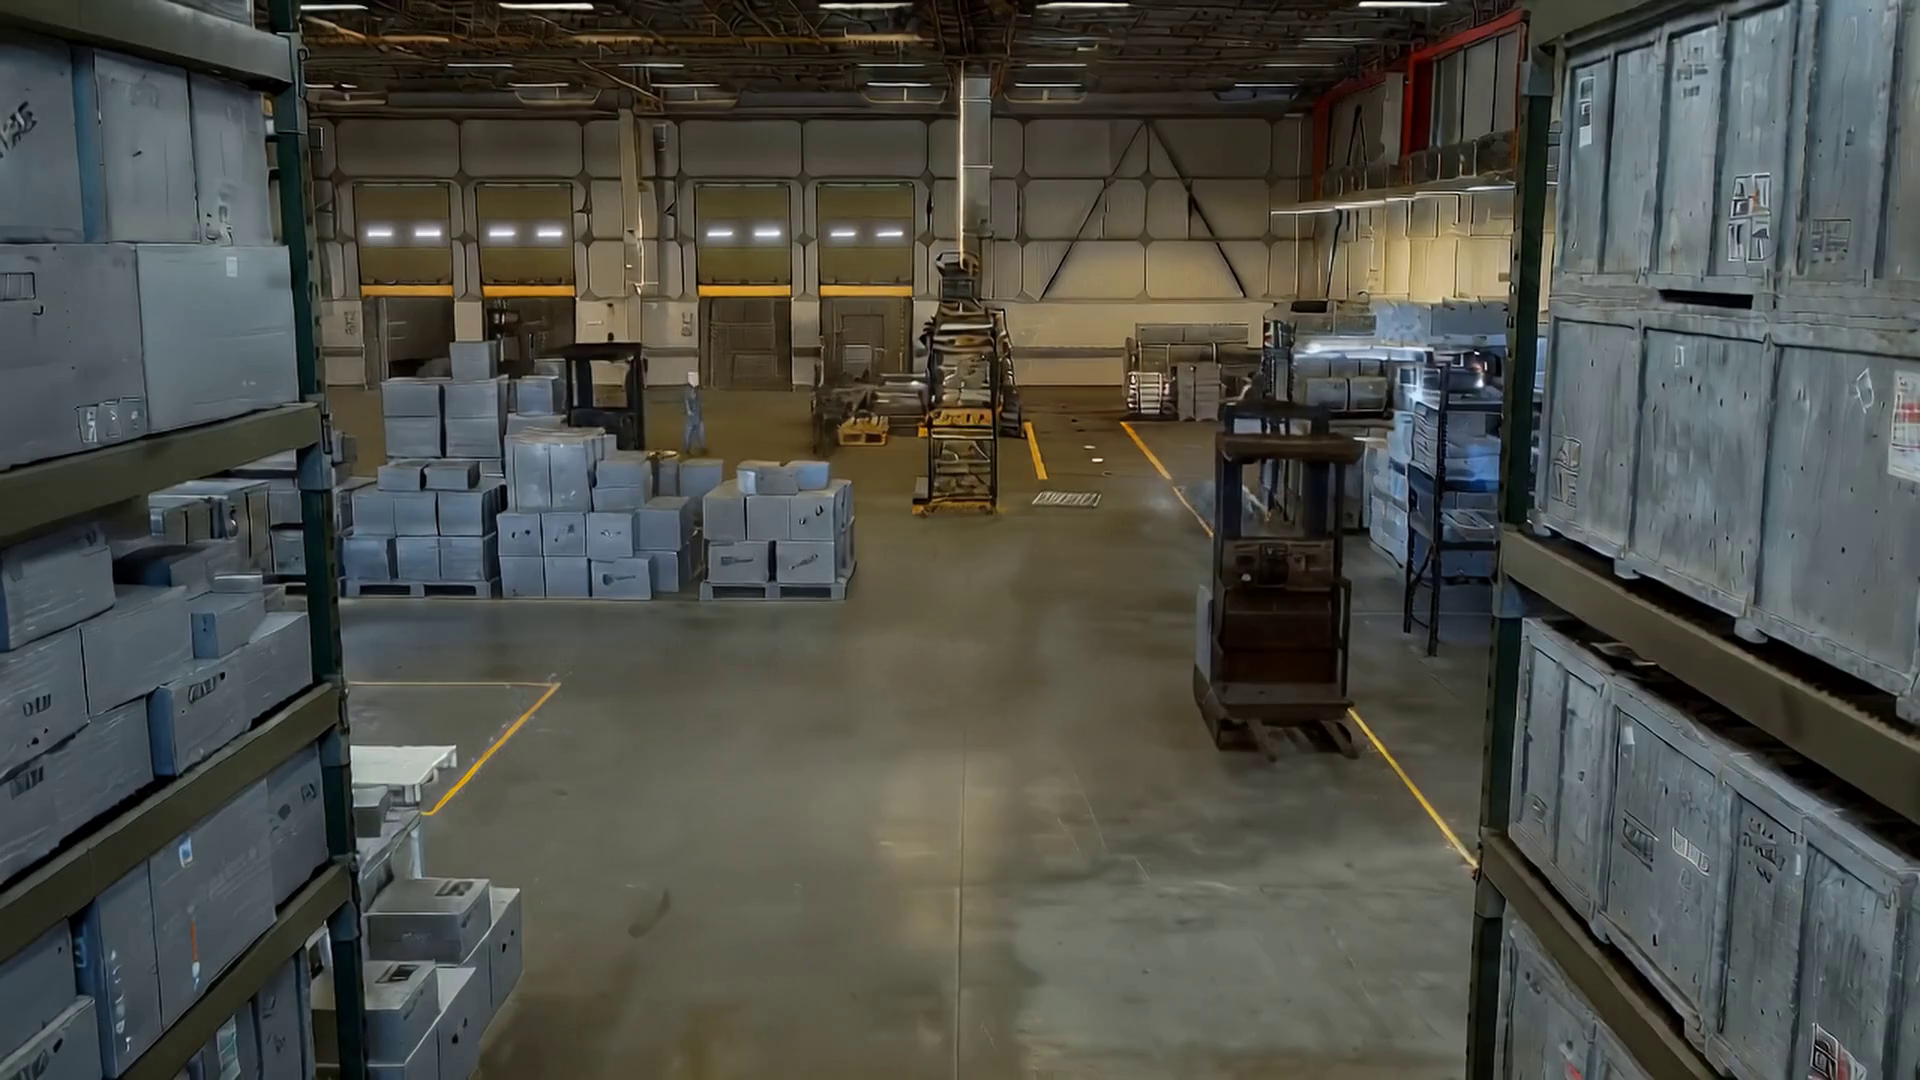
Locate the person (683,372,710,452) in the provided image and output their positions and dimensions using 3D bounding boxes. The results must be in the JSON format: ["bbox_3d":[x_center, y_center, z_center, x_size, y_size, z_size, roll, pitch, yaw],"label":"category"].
[{"bbox_3d":[-5.476,-2.646,34.441,0.637,1.671,0.553,5,11,25],"label":"person"}]

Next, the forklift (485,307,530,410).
[{"bbox_3d":[-10.754,-4.150,39.646,1.129,2.768,1.873,0,10,1],"label":"forklift"}]

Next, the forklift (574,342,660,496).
[{"bbox_3d":[-5.084,-1.487,24.283,1.129,2.768,1.873,0,10,1],"label":"forklift"}]

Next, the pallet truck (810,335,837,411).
[{"bbox_3d":[-3.021,-4.312,43.126,1.885,1.965,0.823,3,10,17],"label":"pallet truck"}]

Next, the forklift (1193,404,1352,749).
[{"bbox_3d":[2.695,0.215,14.459,1.129,2.768,1.873,0,10,1],"label":"forklift"}]
